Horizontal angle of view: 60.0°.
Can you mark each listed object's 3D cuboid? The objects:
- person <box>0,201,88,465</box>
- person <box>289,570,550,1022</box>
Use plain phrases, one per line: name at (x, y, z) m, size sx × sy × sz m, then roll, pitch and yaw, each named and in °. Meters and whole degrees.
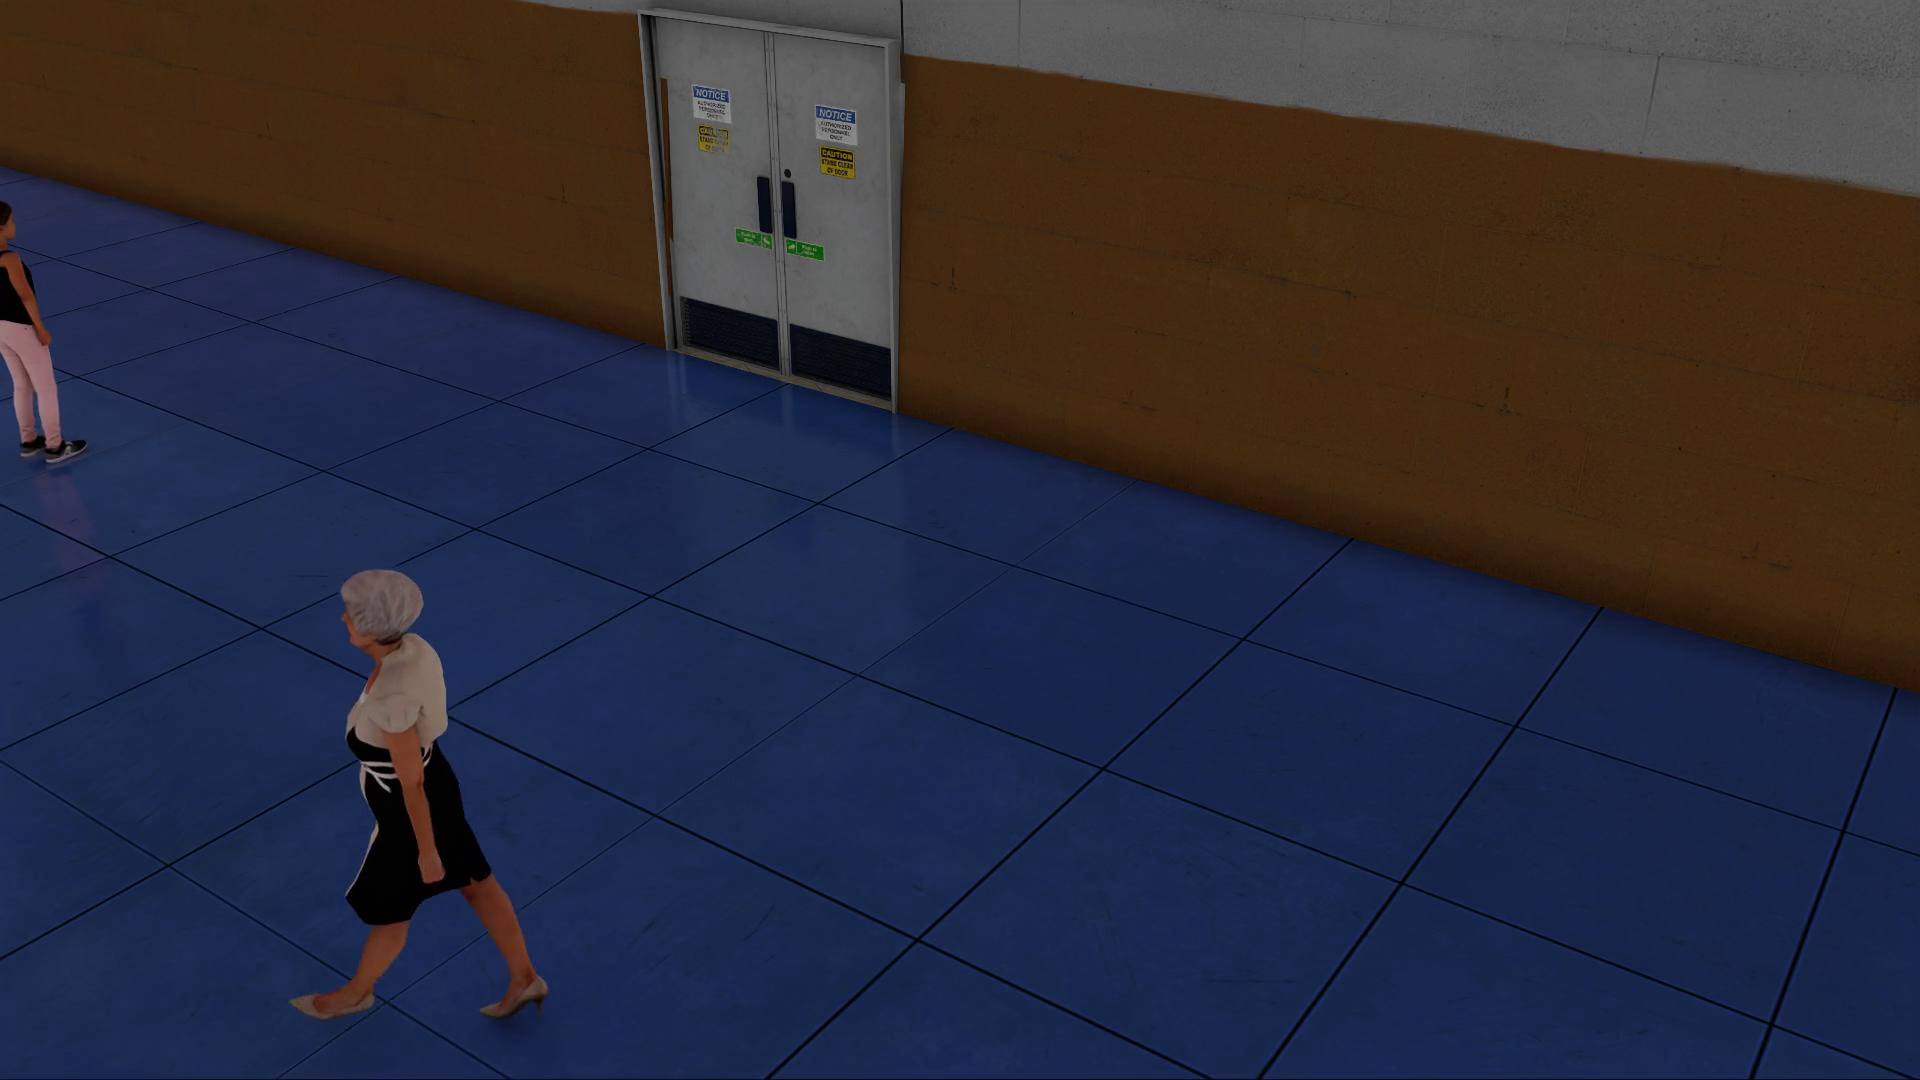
person at (-5.469, -1.202, 9.654) m, size 0.558 × 1.558 × 0.550 m, roll 12°, pitch 29°, yaw 22°
person at (-1.633, 0.898, 5.343) m, size 1.117 × 1.713 × 1.112 m, roll -2°, pitch 27°, yaw -3°
